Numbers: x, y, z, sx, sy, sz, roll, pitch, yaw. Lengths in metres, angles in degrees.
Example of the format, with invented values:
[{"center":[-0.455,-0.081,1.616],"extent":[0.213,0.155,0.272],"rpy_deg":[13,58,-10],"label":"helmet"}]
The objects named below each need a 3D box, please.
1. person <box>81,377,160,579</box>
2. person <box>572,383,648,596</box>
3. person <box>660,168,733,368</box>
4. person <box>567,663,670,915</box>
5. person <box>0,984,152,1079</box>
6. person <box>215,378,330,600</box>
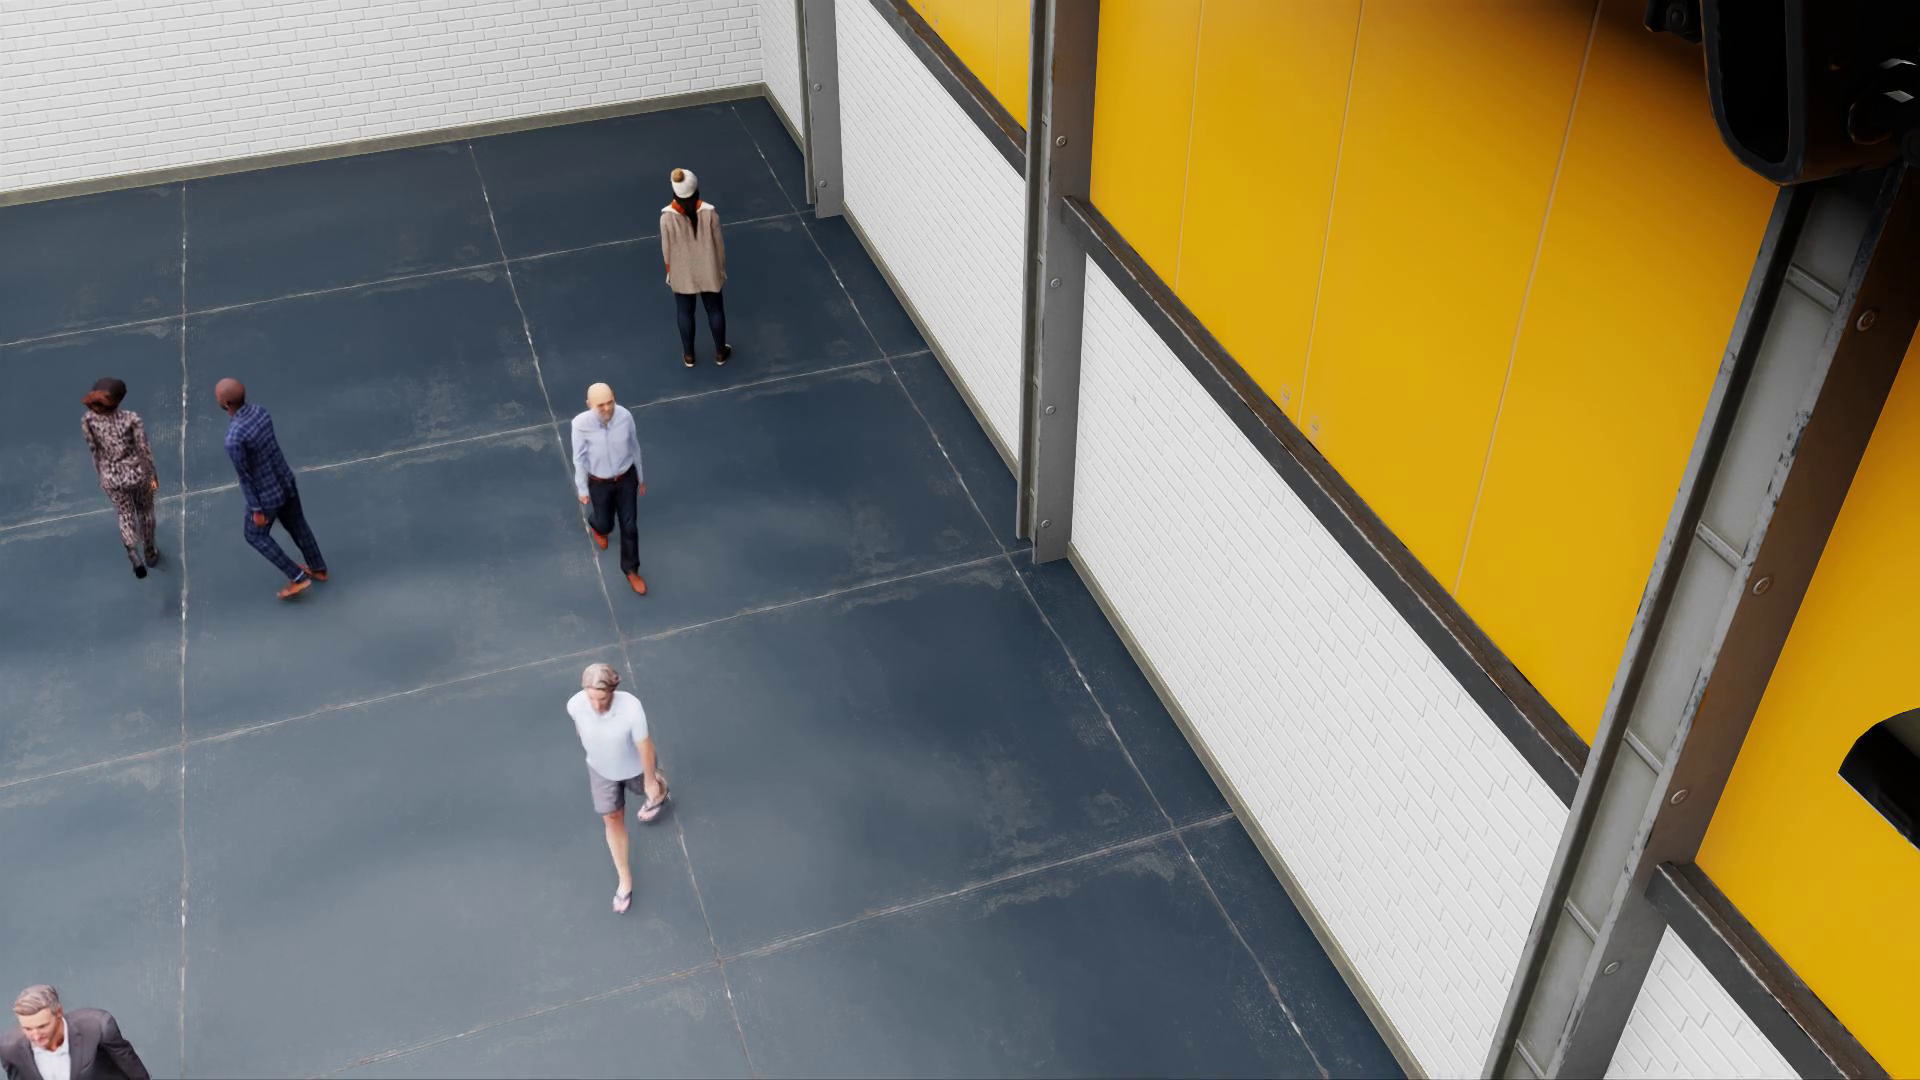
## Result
[{"center":[-6.106,-0.413,12.208],"extent":[0.660,1.688,0.877],"rpy_deg":[-11,40,-14],"label":"person"},{"center":[-2.569,-0.447,12.184],"extent":[0.731,1.769,1.024],"rpy_deg":[-18,42,-22],"label":"person"},{"center":[-2.319,-2.385,14.511],"extent":[0.773,1.895,0.757],"rpy_deg":[-3,39,-3],"label":"person"},{"center":[-2.019,1.282,10.024],"extent":[1.007,1.764,1.318],"rpy_deg":[4,39,5],"label":"person"},{"center":[-4.281,2.726,8.185],"extent":[0.797,1.803,1.232],"rpy_deg":[-8,39,-10],"label":"person"},{"center":[-4.982,-0.372,12.068],"extent":[0.858,1.798,0.761],"rpy_deg":[5,39,6],"label":"person"}]
